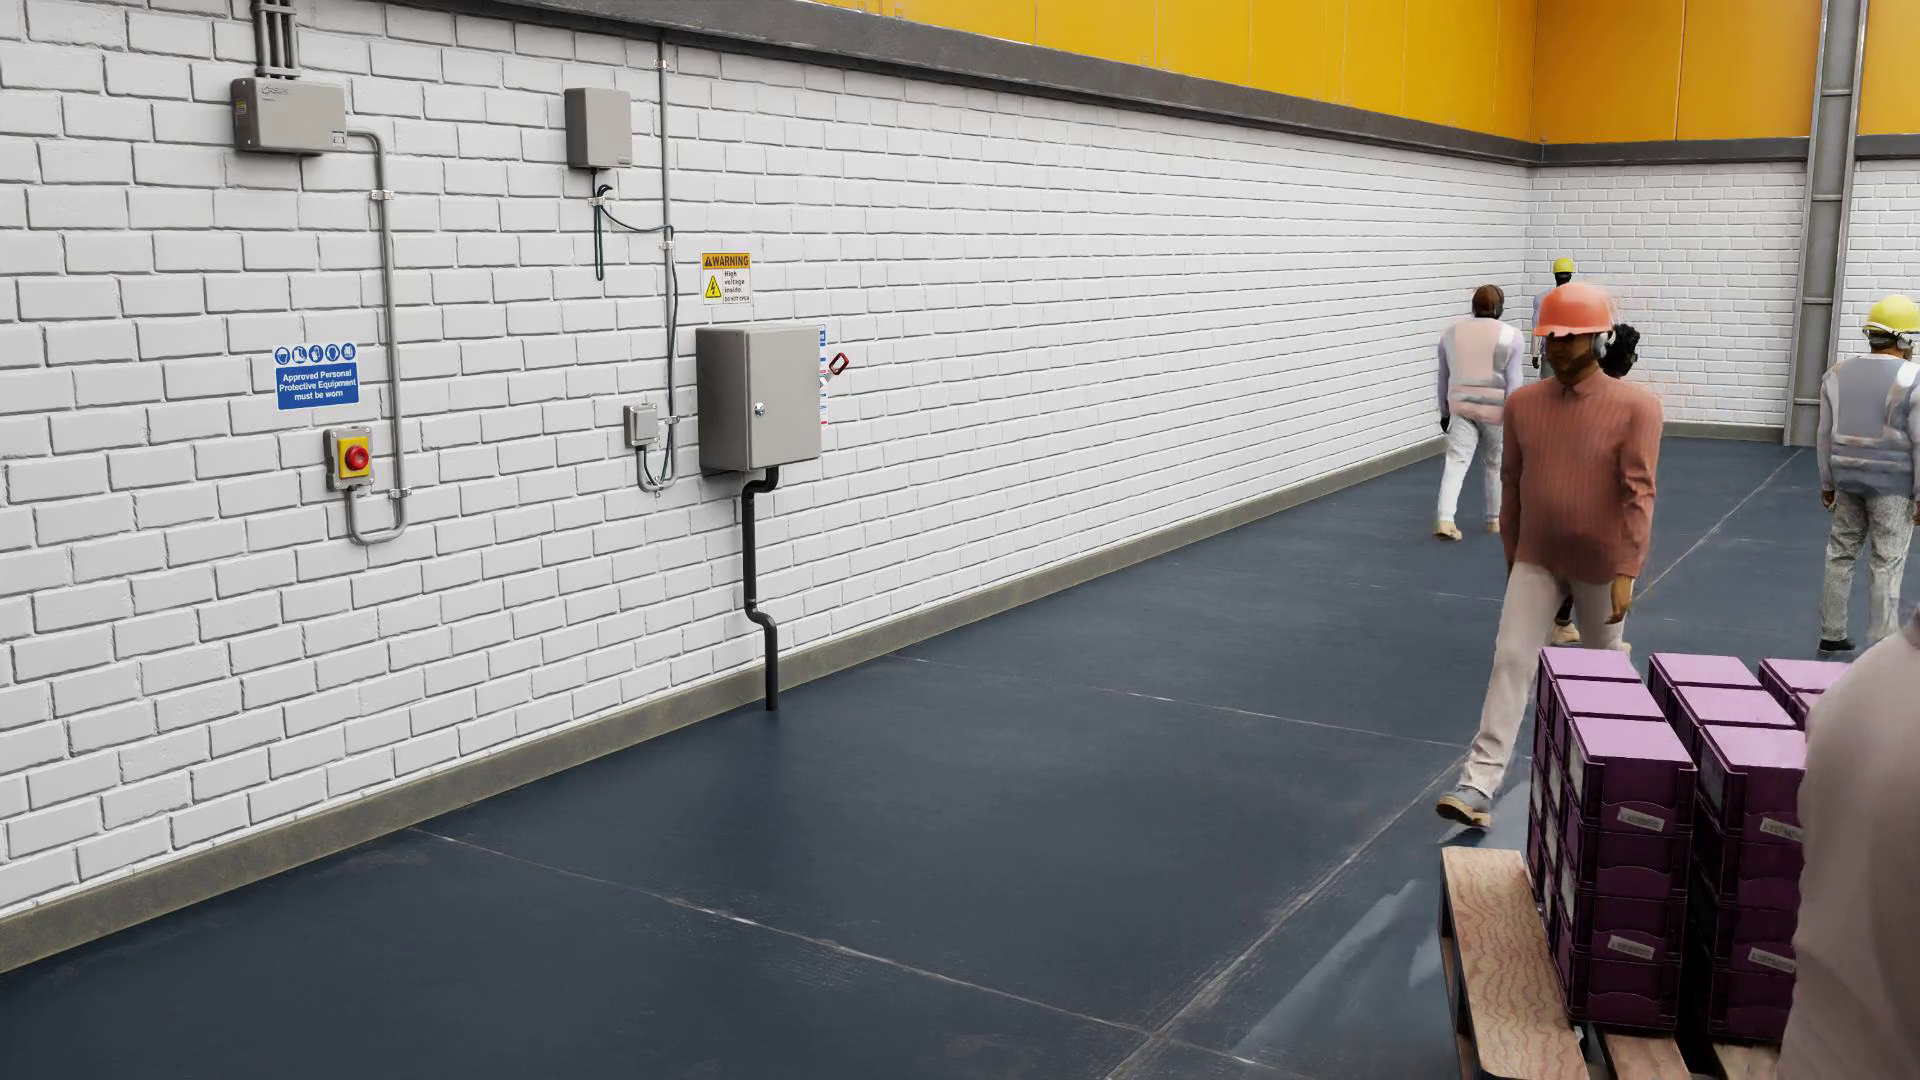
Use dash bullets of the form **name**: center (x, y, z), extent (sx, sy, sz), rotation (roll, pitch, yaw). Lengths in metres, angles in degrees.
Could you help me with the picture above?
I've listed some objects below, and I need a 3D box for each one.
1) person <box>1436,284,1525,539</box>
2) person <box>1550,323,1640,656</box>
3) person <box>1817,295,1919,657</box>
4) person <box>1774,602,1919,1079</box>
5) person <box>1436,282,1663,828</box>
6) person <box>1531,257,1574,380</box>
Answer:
- **person**: center (3.650, -0.900, 11.738), extent (0.639, 1.801, 0.944), rotation (8, 13, 37)
- **person**: center (3.252, -0.249, 8.424), extent (0.322, 1.689, 0.531), rotation (-7, 12, -34)
- **person**: center (4.544, -0.286, 8.230), extent (0.404, 1.832, 0.599), rotation (-5, 12, -27)
- **person**: center (1.246, 0.809, 2.045), extent (0.505, 1.872, 0.726), rotation (1, 10, 6)
- **person**: center (2.112, 0.082, 5.873), extent (0.615, 1.946, 0.995), rotation (9, 14, 42)
- **person**: center (6.324, -2.009, 17.548), extent (0.585, 1.920, 0.392), rotation (4, 11, 20)
